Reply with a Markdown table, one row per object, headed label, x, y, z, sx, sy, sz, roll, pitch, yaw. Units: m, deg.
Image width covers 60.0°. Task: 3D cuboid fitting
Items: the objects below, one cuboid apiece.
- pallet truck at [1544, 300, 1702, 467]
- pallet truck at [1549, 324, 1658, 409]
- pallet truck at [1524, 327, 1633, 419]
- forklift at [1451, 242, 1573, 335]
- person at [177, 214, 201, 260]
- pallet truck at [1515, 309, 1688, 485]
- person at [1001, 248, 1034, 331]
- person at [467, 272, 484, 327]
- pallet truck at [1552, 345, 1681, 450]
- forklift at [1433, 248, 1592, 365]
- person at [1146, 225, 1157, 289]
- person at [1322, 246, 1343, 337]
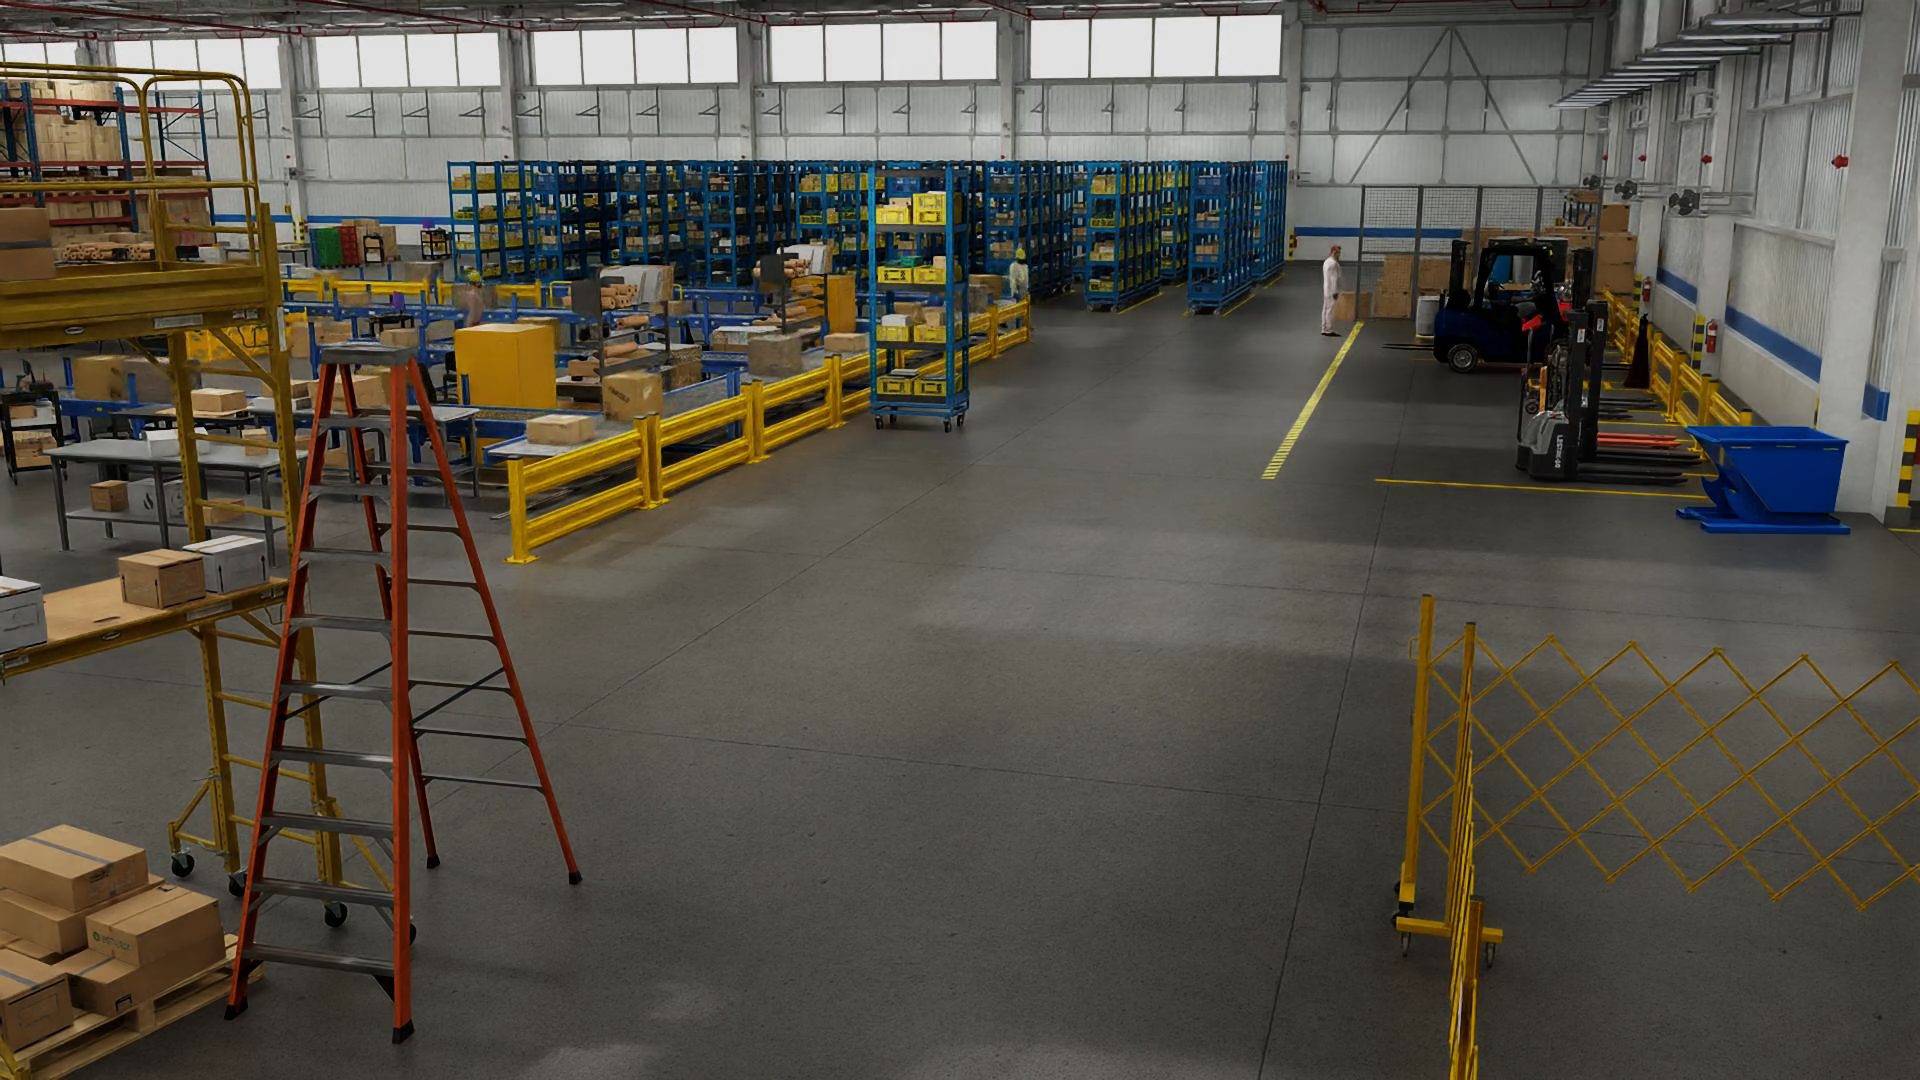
| label | x | y | z | sx | sy | sz | roll | pitch | yaw |
| --- | --- | --- | --- | --- | --- | --- | --- | --- | --- |
| pallet truck | 8.263 | -1.952 | 20.631 | 1.885 | 1.965 | 0.823 | 5 | 14 | 20 |
| pallet truck | 9.824 | -2.669 | 25.407 | 1.601 | 1.201 | 0.680 | 4 | 14 | 16 |
| pallet truck | 9.065 | -2.460 | 24.370 | 1.522 | 1.261 | 0.704 | 3 | 13 | 14 |
| forklift | 10.464 | -4.597 | 31.405 | 2.680 | 1.987 | 1.157 | 4 | 14 | 16 |
| person | -24.072 | -9.201 | 52.056 | 0.652 | 1.938 | 1.013 | -1 | 13 | -3 |
| pallet truck | 7.554 | -1.677 | 19.446 | 1.885 | 1.965 | 0.823 | 3 | 13 | 14 |
| person | 1.242 | -5.470 | 36.284 | 0.586 | 1.796 | 0.841 | -12 | 18 | -43 |
| person | -8.710 | -3.907 | 29.660 | 0.823 | 1.737 | 0.528 | -3 | 13 | -12 |
| pallet truck | 8.641 | -1.896 | 21.908 | 1.630 | 1.274 | 0.653 | 4 | 14 | 16 |
| forklift | 9.780 | -4.111 | 29.280 | 2.680 | 1.987 | 1.157 | 3 | 13 | 14 |
| person | 5.336 | -7.921 | 46.742 | 0.389 | 1.847 | 0.567 | -7 | 15 | -27 |
| person | 7.864 | -5.249 | 35.089 | 0.407 | 1.902 | 0.639 | 0 | 13 | -2 |
